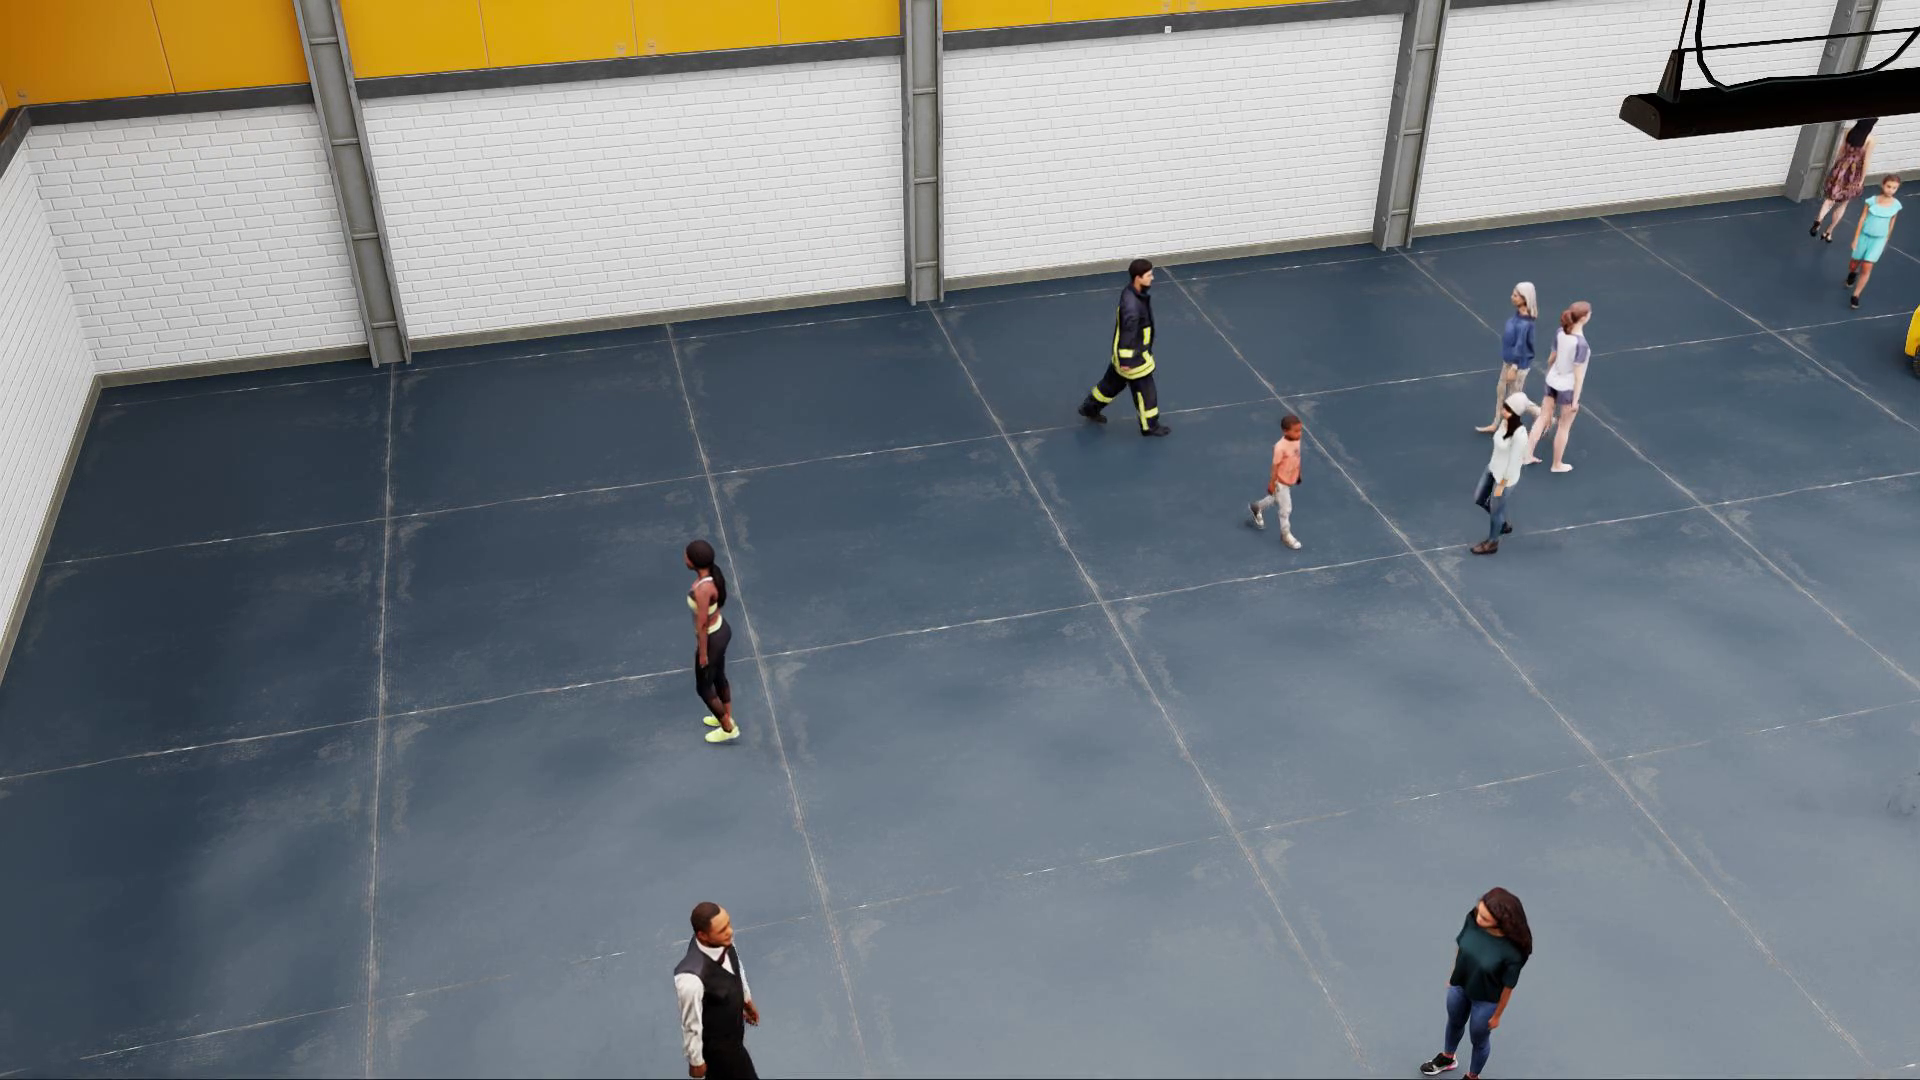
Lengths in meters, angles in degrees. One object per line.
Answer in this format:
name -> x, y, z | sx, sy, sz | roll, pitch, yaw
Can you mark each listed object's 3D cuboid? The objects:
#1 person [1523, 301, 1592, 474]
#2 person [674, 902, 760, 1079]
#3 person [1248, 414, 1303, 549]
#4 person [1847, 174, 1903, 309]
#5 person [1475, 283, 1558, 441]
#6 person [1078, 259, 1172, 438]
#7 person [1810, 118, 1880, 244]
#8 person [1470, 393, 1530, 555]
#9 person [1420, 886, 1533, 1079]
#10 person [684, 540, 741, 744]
person -> 5.701, -1.460, 15.810 | 0.692, 1.770, 0.633 | -15, 36, -21
person -> -1.451, 2.732, 9.382 | 0.813, 1.904, 0.808 | 5, 34, 7
person -> 2.860, -0.584, 14.922 | 0.815, 1.294, 0.887 | 28, 43, 36
person -> 10.421, -3.459, 19.021 | 0.893, 1.545, 0.944 | 16, 37, 22
person -> 5.531, -1.708, 16.264 | 1.065, 1.680, 0.880 | 7, 34, 11
person -> 1.601, -1.900, 16.361 | 1.324, 1.892, 1.093 | 5, 34, 7
person -> 10.734, -4.378, 20.212 | 0.912, 1.757, 0.790 | -21, 39, -29
person -> 4.840, -0.586, 14.612 | 0.659, 1.640, 0.617 | -2, 34, -3
person -> 3.051, 2.643, 9.776 | 0.682, 1.616, 0.670 | -19, 38, -26
person -> -1.834, 0.770, 12.473 | 0.665, 1.750, 0.668 | 3, 34, 5
